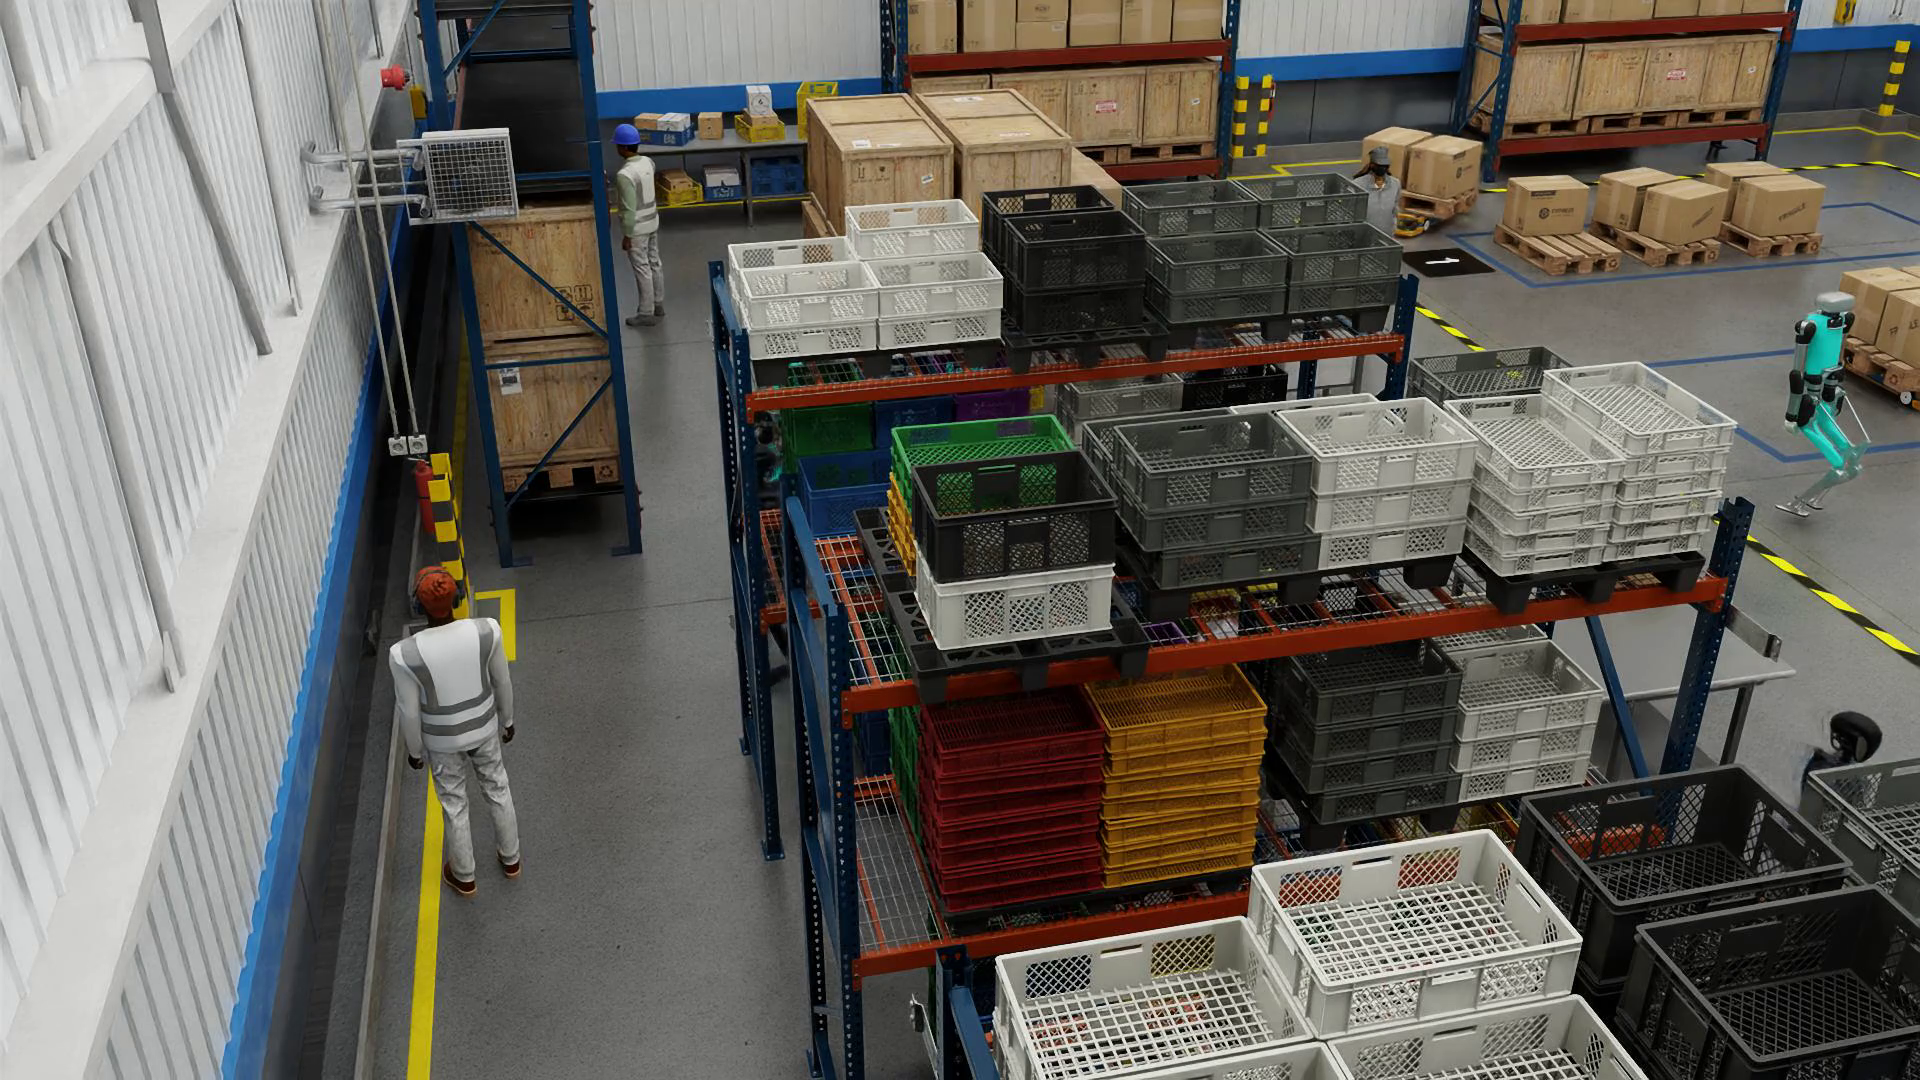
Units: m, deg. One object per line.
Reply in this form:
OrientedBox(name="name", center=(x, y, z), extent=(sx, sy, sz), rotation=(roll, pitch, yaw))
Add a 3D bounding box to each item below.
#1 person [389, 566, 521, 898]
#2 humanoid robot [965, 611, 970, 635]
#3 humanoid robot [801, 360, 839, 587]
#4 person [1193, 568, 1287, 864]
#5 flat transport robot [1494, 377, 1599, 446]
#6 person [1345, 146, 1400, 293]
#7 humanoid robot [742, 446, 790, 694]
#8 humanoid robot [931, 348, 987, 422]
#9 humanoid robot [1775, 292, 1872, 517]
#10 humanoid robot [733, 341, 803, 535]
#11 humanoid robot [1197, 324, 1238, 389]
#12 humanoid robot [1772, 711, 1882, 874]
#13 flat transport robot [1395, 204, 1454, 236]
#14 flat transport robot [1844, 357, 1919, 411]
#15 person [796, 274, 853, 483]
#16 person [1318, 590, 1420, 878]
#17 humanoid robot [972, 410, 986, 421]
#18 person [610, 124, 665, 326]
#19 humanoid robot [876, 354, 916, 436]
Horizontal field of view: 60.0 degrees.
OrientedBox(name="person", center=(-2.542, 0.977, 8.463), extent=(0.573, 1.882, 0.356), rotation=(-18, 33, -30))
OrientedBox(name="humanoid robot", center=(0.355, 0.987, 8.671), extent=(1.056, 1.771, 0.540), rotation=(-9, 29, -17))
OrientedBox(name="humanoid robot", center=(-1.013, -0.455, 11.402), extent=(0.394, 1.659, 0.584), rotation=(-8, 29, -15))
OrientedBox(name="person", center=(1.478, 0.925, 8.612), extent=(0.586, 1.834, 0.404), rotation=(3, 28, 6))
OrientedBox(name="flat transport robot", center=(4.780, -1.036, 14.013), extent=(0.659, 0.231, 1.431), rotation=(-6, 28, -12))
OrientedBox(name="person", center=(3.911, -2.905, 15.947), extent=(0.561, 1.769, 0.394), rotation=(-7, 29, -13))
OrientedBox(name="humanoid robot", center=(-1.203, 0.175, 10.204), extent=(0.502, 1.639, 0.601), rotation=(-11, 30, -20))
OrientedBox(name="humanoid robot", center=(0.114, -0.563, 11.453), extent=(0.532, 1.712, 0.709), rotation=(-12, 30, -21))
OrientedBox(name="humanoid robot", center=(6.374, -0.936, 12.108), extent=(0.533, 1.672, 0.735), rotation=(-14, 31, -25))
OrientedBox(name="humanoid robot", center=(-1.370, -0.573, 11.498), extent=(0.534, 1.736, 0.717), rotation=(23, 35, 36))
OrientedBox(name="humanoid robot", center=(2.055, -1.362, 13.140), extent=(0.705, 1.622, 0.595), rotation=(2, 28, 5))
OrientedBox(name="humanoid robot", center=(3.937, 1.481, 7.778), extent=(0.761, 1.636, 0.611), rotation=(21, 34, 34))
OrientedBox(name="flat transport robot", center=(5.256, -3.829, 19.281), extent=(0.652, 0.197, 1.431), rotation=(21, 34, 34))
OrientedBox(name="flat transport robot", center=(8.473, -1.467, 14.800), extent=(0.652, 0.197, 1.431), rotation=(-6, 28, -12))
OrientedBox(name="person", center=(-0.948, -0.929, 11.909), extent=(0.607, 2.043, 0.375), rotation=(21, 34, 34))
OrientedBox(name="person", center=(2.058, 1.080, 8.326), extent=(0.617, 1.836, 0.431), rotation=(-3, 28, -6))
OrientedBox(name="humanoid robot", center=(0.159, -0.105, 10.749), extent=(0.619, 1.638, 0.601), rotation=(-22, 35, -35))
OrientedBox(name="person", center=(-3.093, -3.018, 15.971), extent=(0.394, 1.949, 0.603), rotation=(7, 29, 13))
OrientedBox(name="humanoid robot", center=(-0.181, -0.326, 11.176), extent=(0.849, 1.839, 0.569), rotation=(16, 32, 28))
